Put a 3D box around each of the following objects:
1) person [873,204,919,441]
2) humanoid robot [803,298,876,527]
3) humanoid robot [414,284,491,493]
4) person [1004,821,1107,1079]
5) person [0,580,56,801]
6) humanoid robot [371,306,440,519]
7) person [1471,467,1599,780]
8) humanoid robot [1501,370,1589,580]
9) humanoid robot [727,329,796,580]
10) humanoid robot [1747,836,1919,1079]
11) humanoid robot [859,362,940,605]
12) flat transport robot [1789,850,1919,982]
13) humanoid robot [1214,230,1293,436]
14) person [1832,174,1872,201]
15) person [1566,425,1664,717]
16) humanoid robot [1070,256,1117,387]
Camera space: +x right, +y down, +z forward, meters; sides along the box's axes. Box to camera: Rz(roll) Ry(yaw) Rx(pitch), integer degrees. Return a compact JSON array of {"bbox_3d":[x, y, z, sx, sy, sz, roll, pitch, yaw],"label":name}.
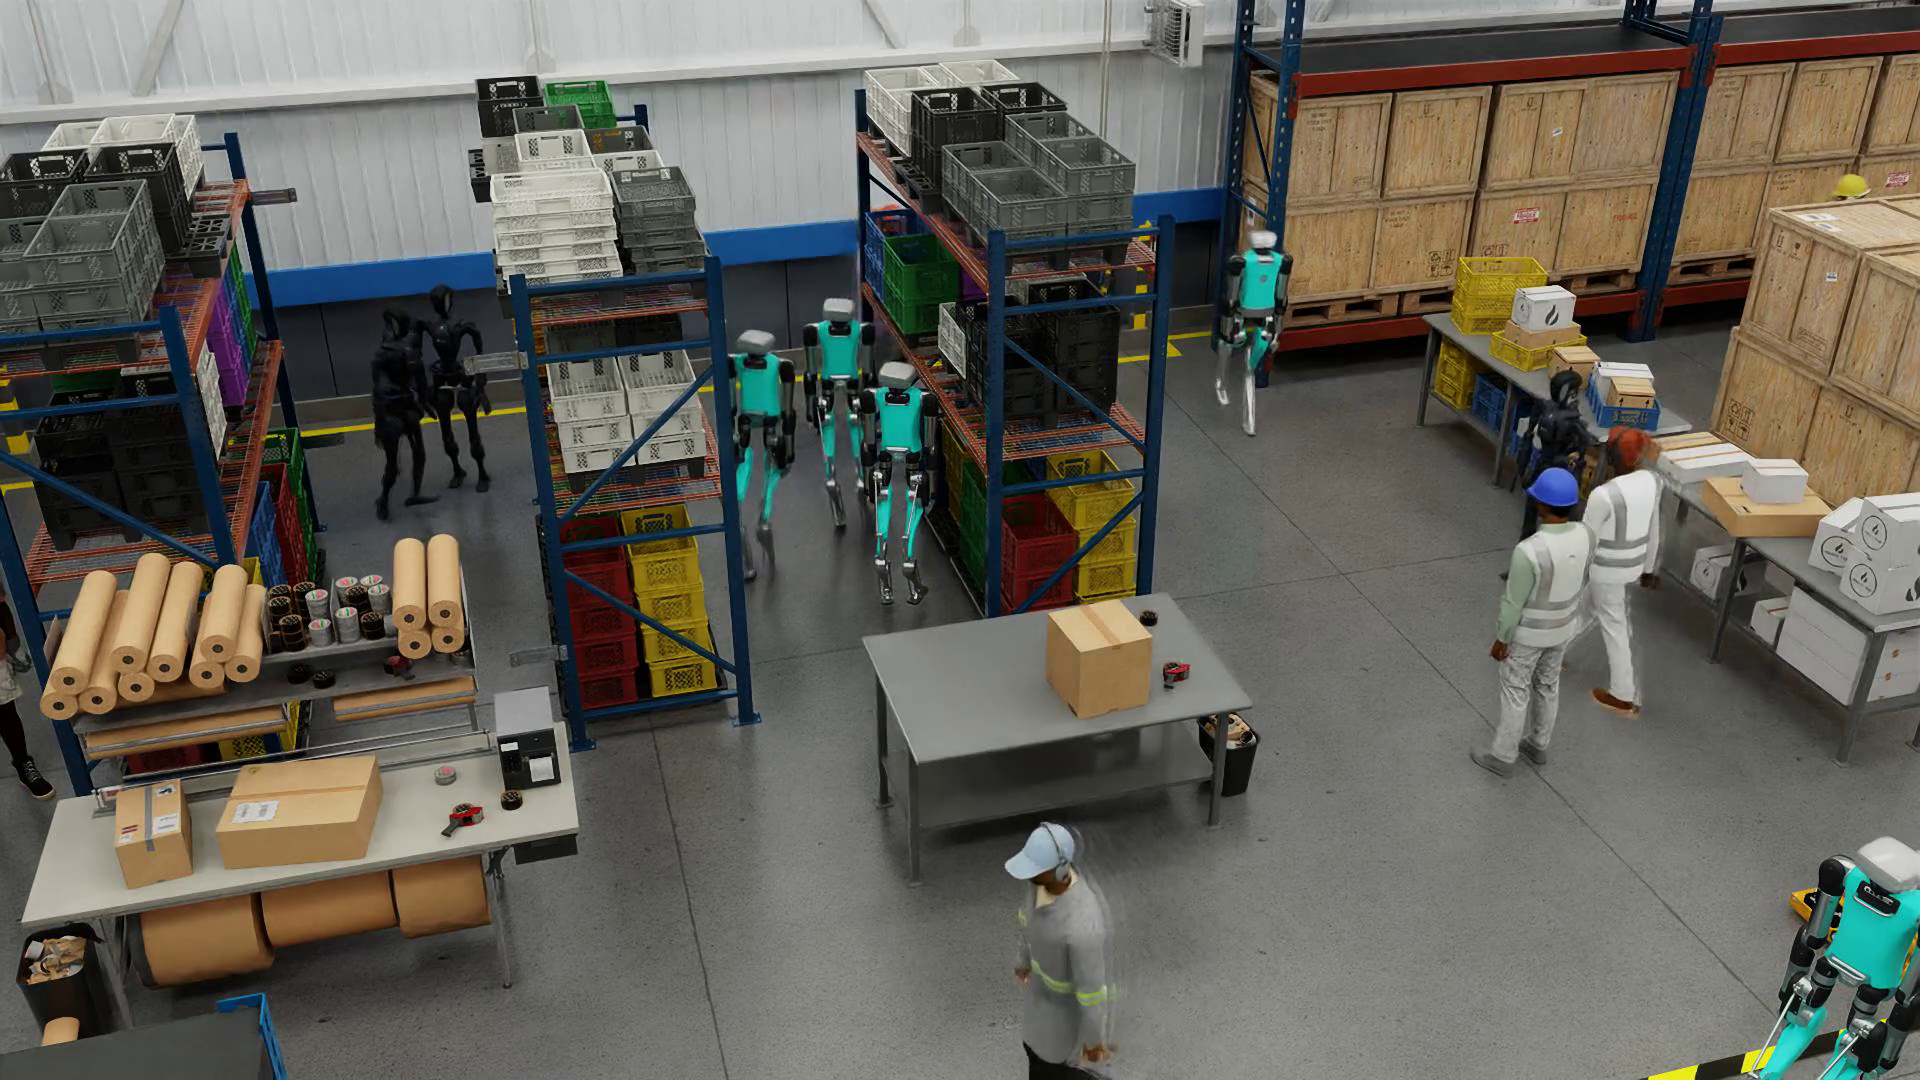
[{"bbox_3d":[-0.493,-1.746,13.527,0.832,2.010,0.625,-10,30,-18],"label":"person"},{"bbox_3d":[-0.859,-0.815,12.176,0.540,1.856,0.659,-3,29,-6],"label":"humanoid robot"},{"bbox_3d":[-3.912,-1.170,12.812,0.583,1.656,0.343,0,29,1],"label":"humanoid robot"},{"bbox_3d":[0.441,1.913,7.056,0.563,1.832,0.615,-8,30,-14],"label":"person"},{"bbox_3d":[-5.496,0.662,9.203,0.375,1.958,0.603,24,37,37],"label":"person"},{"bbox_3d":[-4.233,-0.975,12.482,0.449,1.646,0.626,11,31,20],"label":"humanoid robot"},{"bbox_3d":[3.305,0.481,9.553,0.611,1.939,0.412,-16,32,-26],"label":"person"},{"bbox_3d":[4.039,-0.395,11.415,0.329,1.657,0.590,-14,32,-23],"label":"humanoid robot"},{"bbox_3d":[-1.451,-0.497,11.587,0.530,1.805,0.838,4,29,8],"label":"humanoid robot"},{"bbox_3d":[3.503,2.020,6.822,0.735,1.677,0.533,-17,33,-28],"label":"humanoid robot"},{"bbox_3d":[-0.430,-0.293,11.031,0.533,1.677,0.735,4,29,7],"label":"humanoid robot"},{"bbox_3d":[5.163,1.916,8.676,1.431,0.231,0.659,-8,30,-14],"label":"flat transport robot"},{"bbox_3d":[2.389,-1.838,14.019,0.531,1.775,1.000,-4,29,-7],"label":"humanoid robot"},{"bbox_3d":[7.865,-2.367,14.875,0.622,1.808,0.449,-24,37,-36],"label":"person"},{"bbox_3d":[3.945,0.138,10.282,0.578,1.832,0.965,-20,35,-32],"label":"person"},{"bbox_3d":[1.129,-1.931,14.233,0.608,1.643,0.450,-18,34,-30],"label":"humanoid robot"}]
